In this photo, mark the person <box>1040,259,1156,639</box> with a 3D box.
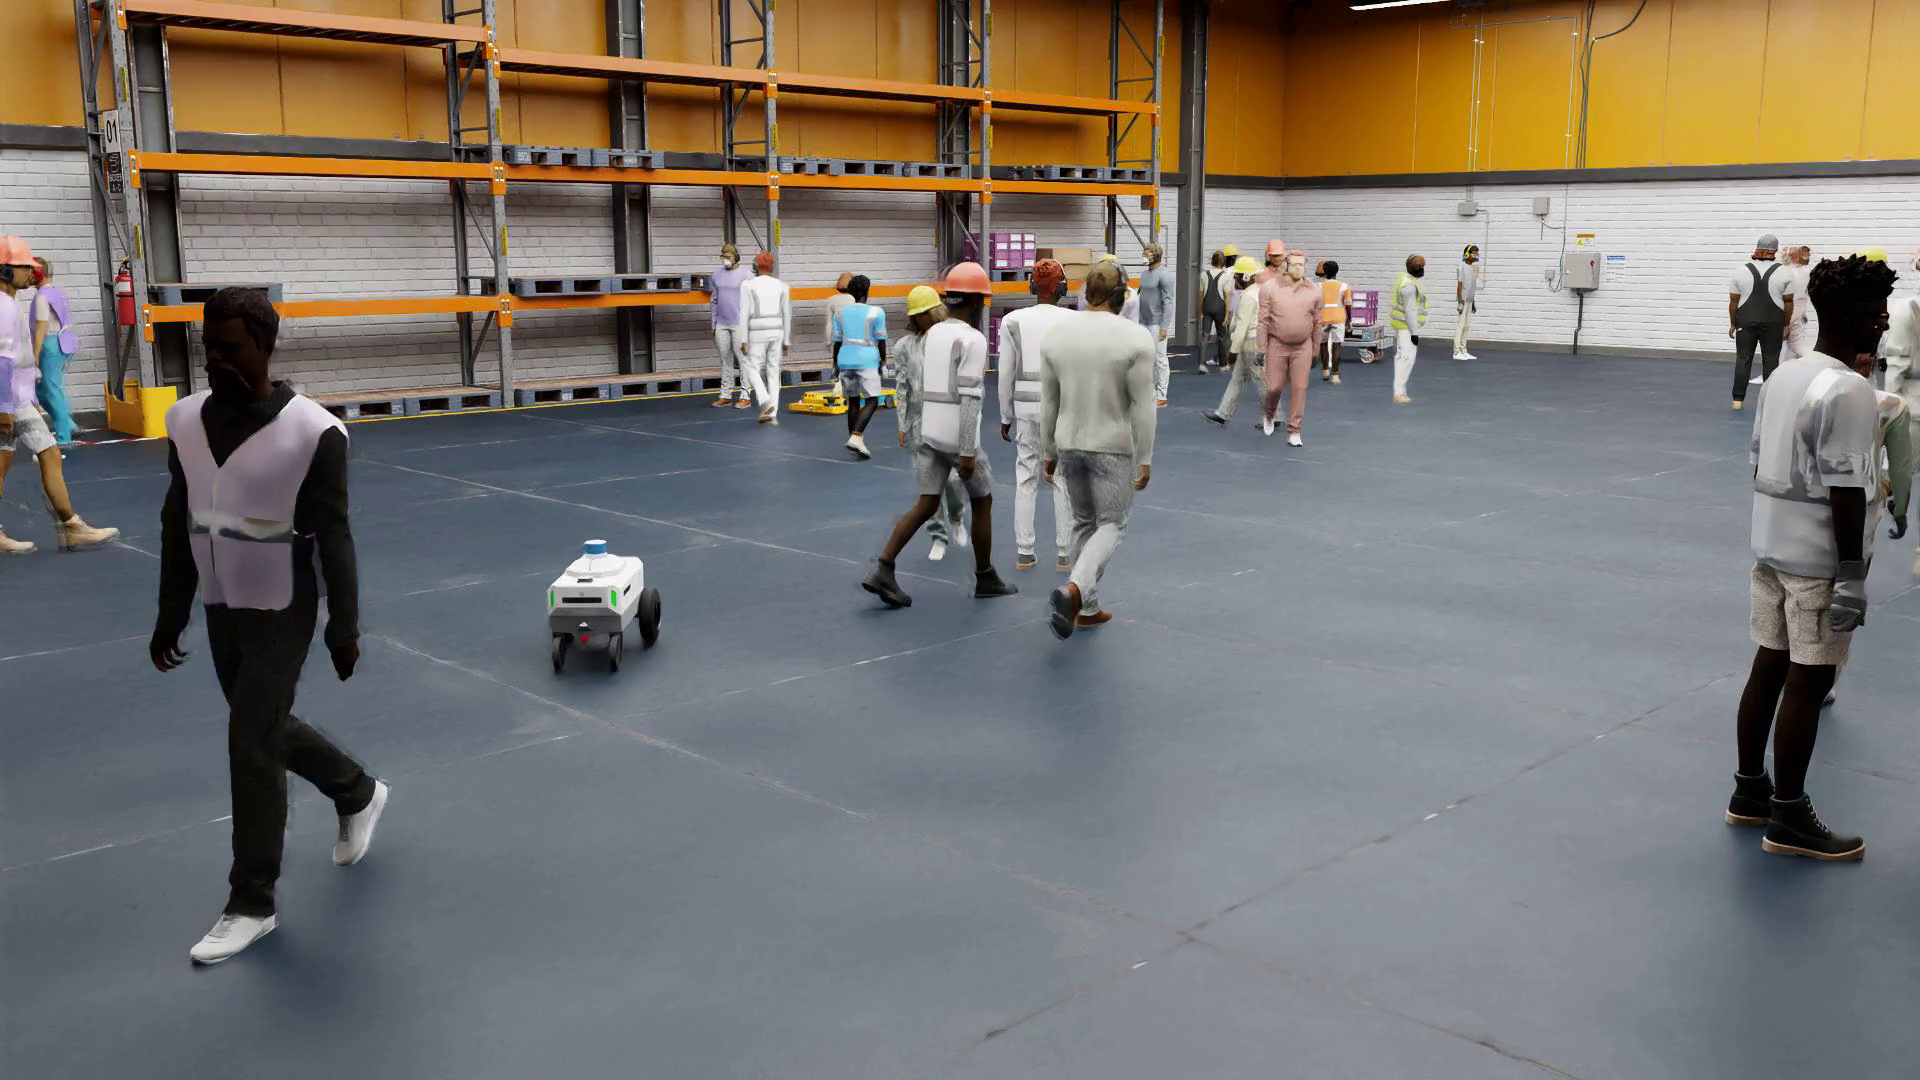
[{"bbox_3d":[0.639,-0.427,8.255,0.645,1.917,0.759,6,12,32],"label":"person"}]

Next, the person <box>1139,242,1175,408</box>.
[{"bbox_3d":[2.277,-2.520,19.565,0.373,1.941,0.627,-4,11,-23],"label":"person"}]

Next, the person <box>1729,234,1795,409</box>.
[{"bbox_3d":[9.326,-2.537,19.377,0.684,2.000,0.535,6,12,31],"label":"person"}]

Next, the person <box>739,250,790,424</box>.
[{"bbox_3d":[-2.056,-2.147,17.745,0.595,1.864,0.556,-6,12,-30],"label":"person"}]

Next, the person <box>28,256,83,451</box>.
[{"bbox_3d":[-8.507,-1.724,15.535,0.445,1.822,0.573,-5,11,-25],"label":"person"}]

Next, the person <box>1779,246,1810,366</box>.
[{"bbox_3d":[11.909,-3.243,23.692,0.518,1.874,0.329,-7,13,-35],"label":"person"}]

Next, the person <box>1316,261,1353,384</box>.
[{"bbox_3d":[5.067,-2.971,22.729,0.593,1.666,0.528,3,11,18],"label":"person"}]

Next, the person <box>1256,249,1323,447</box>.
[{"bbox_3d":[3.187,-1.868,16.137,0.657,1.891,0.641,0,10,-2],"label":"person"}]

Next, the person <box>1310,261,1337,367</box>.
[{"bbox_3d":[5.565,-3.470,25.579,0.501,1.633,0.279,4,11,21],"label":"person"}]

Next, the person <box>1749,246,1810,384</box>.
[{"bbox_3d":[11.175,-3.006,22.368,0.638,1.881,0.858,-7,12,-32],"label":"person"}]

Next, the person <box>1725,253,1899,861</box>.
[{"bbox_3d":[2.806,0.051,5.470,0.363,1.963,0.612,0,10,3],"label":"person"}]

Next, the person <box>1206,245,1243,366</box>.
[{"bbox_3d":[4.156,-3.566,25.465,0.977,1.875,0.600,10,14,42],"label":"person"}]

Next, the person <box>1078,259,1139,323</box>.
[{"bbox_3d":[1.473,-1.909,16.662,0.631,1.797,0.990,1,10,5],"label":"person"}]

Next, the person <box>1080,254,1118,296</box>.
[{"bbox_3d":[1.793,-2.593,20.377,0.603,1.779,0.880,8,13,37],"label":"person"}]

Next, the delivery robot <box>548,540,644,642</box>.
[{"bbox_3d":[-1.747,0.244,8.013,0.477,0.478,0.707,0,10,-1],"label":"delivery robot"}]

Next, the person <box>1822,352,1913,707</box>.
[{"bbox_3d":[3.865,-0.110,7.309,0.538,1.609,0.740,8,13,37],"label":"person"}]

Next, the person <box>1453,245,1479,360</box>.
[{"bbox_3d":[8.268,-3.866,27.113,0.329,1.865,0.508,9,14,41],"label":"person"}]

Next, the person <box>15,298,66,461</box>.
[{"bbox_3d":[-8.375,-1.539,14.572,0.521,1.835,0.955,6,12,30],"label":"person"}]

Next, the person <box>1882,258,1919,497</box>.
[{"bbox_3d":[5.635,-0.774,9.826,0.616,2.024,0.845,-3,11,-18],"label":"person"}]

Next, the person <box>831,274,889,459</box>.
[{"bbox_3d":[-0.964,-1.578,15.143,0.545,1.671,0.580,5,11,25],"label":"person"}]

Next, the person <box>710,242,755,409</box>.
[{"bbox_3d":[-2.669,-2.510,19.516,0.630,1.938,0.372,6,12,28],"label":"person"}]

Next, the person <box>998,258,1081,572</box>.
[{"bbox_3d":[0.522,-0.747,10.043,0.583,1.882,0.337,3,11,16],"label":"person"}]

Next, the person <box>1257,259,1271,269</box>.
[{"bbox_3d":[4.765,-3.596,25.725,0.656,1.829,0.442,-1,10,-7],"label":"person"}]

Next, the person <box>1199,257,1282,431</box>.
[{"bbox_3d":[2.944,-2.021,17.224,0.907,1.790,0.621,3,11,16],"label":"person"}]

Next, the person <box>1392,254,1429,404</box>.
[{"bbox_3d":[5.459,-2.564,20.204,0.433,1.807,0.735,2,11,12],"label":"person"}]

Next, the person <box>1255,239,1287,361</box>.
[{"bbox_3d":[3.876,-2.728,20.600,0.620,1.973,0.584,0,10,2],"label":"person"}]

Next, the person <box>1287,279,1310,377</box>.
[{"bbox_3d":[4.738,-3.179,23.690,0.525,1.751,0.402,-2,11,-8],"label":"person"}]

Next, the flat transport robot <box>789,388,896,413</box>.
[{"bbox_3d":[-1.264,-1.640,19.316,0.652,0.197,1.431,7,13,35],"label":"flat transport robot"}]

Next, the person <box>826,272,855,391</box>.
[{"bbox_3d":[-1.351,-2.341,19.513,0.513,1.600,0.818,5,12,26],"label":"person"}]

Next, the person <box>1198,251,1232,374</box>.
[{"bbox_3d":[3.729,-3.336,24.412,0.535,1.805,0.958,5,11,25],"label":"person"}]

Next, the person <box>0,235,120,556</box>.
[{"bbox_3d":[-5.844,-0.902,10.537,0.908,2.008,0.642,-8,13,-36],"label":"person"}]

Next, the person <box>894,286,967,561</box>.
[{"bbox_3d":[-0.162,-0.725,10.392,0.494,1.717,0.412,1,10,4],"label":"person"}]

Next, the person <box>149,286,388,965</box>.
[{"bbox_3d":[-2.030,0.189,4.938,0.590,1.888,0.917,4,11,22],"label":"person"}]

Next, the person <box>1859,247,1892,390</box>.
[{"bbox_3d":[8.590,-1.816,15.794,0.504,1.905,0.601,1,10,6],"label":"person"}]

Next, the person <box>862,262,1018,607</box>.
[{"bbox_3d":[-0.129,-0.567,9.092,0.943,1.894,0.552,-8,13,-37],"label":"person"}]
